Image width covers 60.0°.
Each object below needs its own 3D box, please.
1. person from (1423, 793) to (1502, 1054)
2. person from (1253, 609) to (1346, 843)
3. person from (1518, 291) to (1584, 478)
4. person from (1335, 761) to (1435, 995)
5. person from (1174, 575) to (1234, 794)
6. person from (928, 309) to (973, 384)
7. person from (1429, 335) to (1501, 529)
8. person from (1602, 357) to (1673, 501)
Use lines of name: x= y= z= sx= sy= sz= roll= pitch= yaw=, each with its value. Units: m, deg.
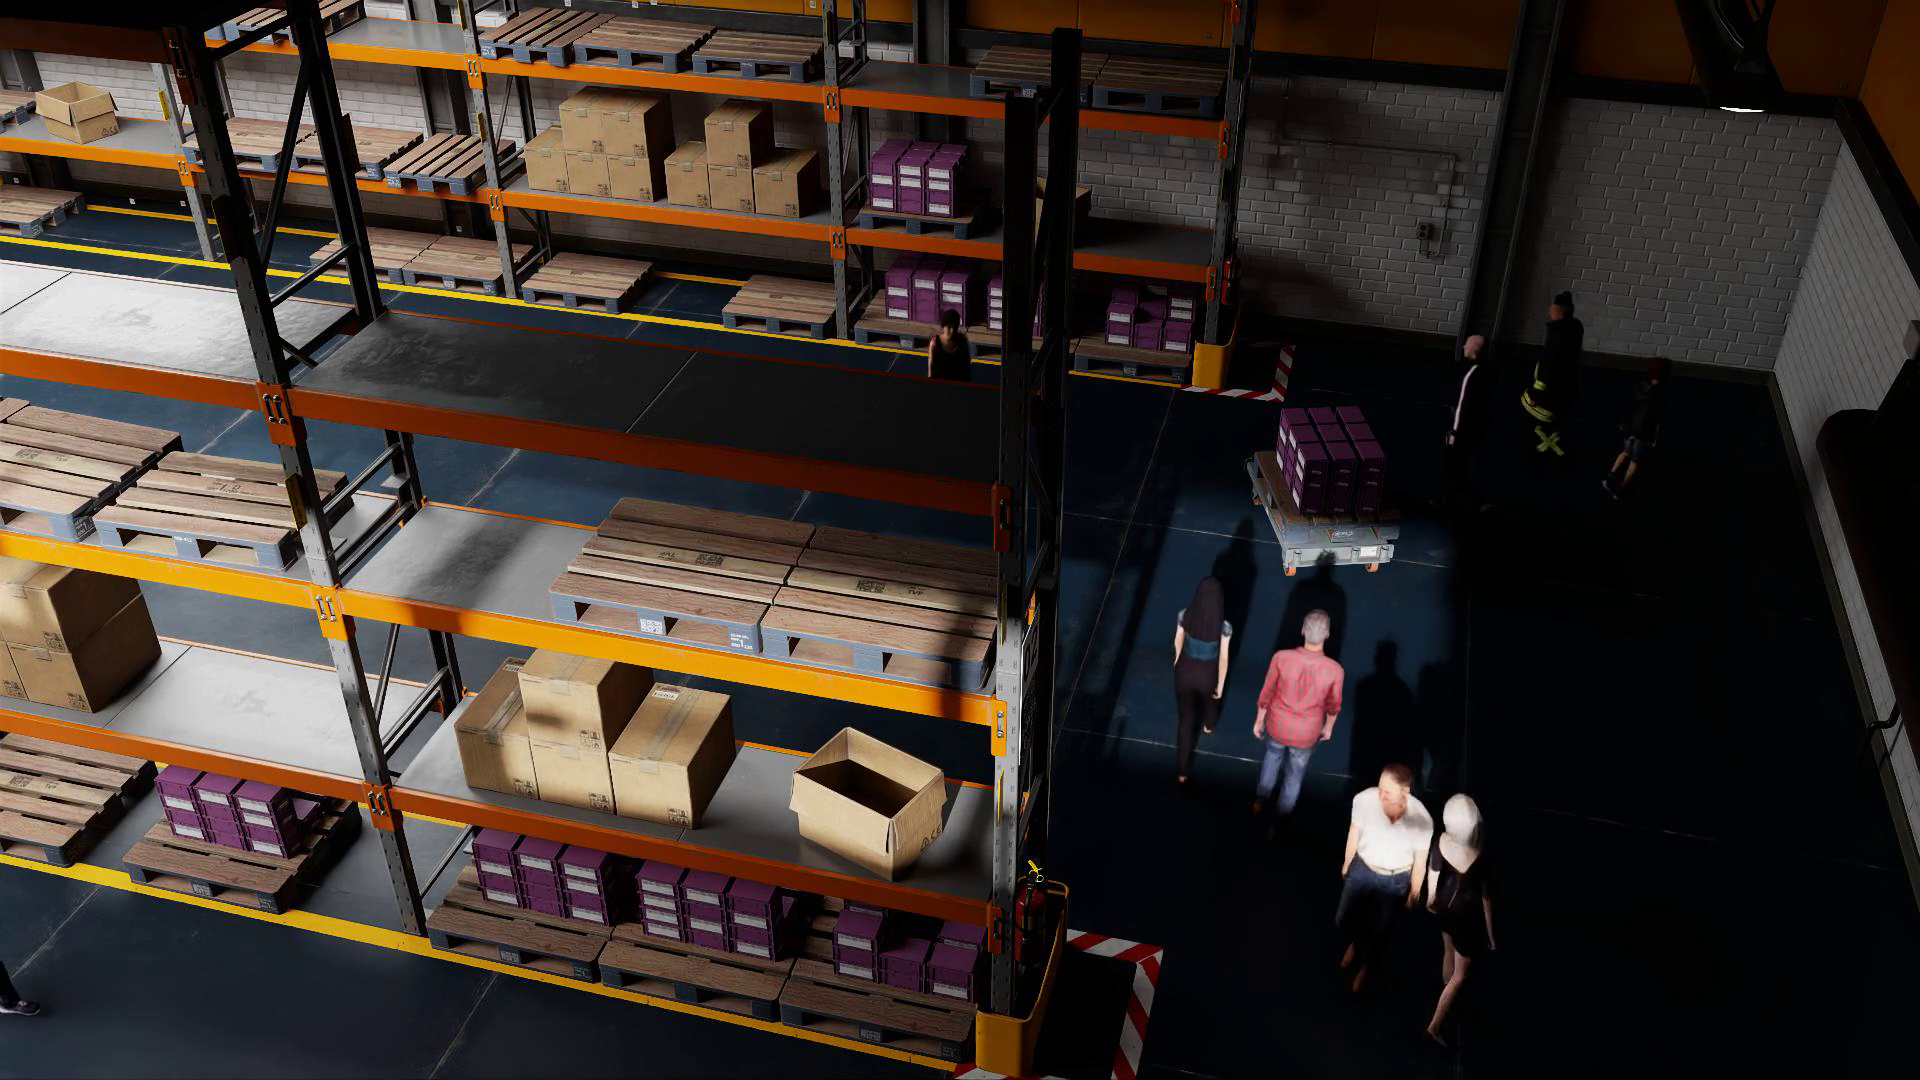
person: x=2.963 y=2.290 z=9.857 sx=0.895 sy=1.791 sz=0.825 roll=-14 pitch=36 yaw=-20
person: x=2.253 y=1.330 z=11.286 sx=0.671 sy=1.808 sz=0.810 roll=11 pitch=35 yaw=16
person: x=5.555 y=-1.417 z=15.380 sx=0.999 sy=1.851 sz=0.929 roll=24 pitch=40 yaw=31
person: x=2.649 y=1.998 z=10.257 sx=0.726 sy=1.835 sz=0.831 roll=21 pitch=39 yaw=28
person: x=1.665 y=1.048 z=11.807 sx=0.988 sy=1.701 sz=0.622 roll=9 pitch=35 yaw=13
person: x=-0.116 y=-1.526 z=15.827 sx=0.716 sy=1.539 sz=0.770 roll=-12 pitch=36 yaw=-18
person: x=4.565 y=-0.922 z=14.671 sx=0.987 sy=1.812 sz=1.121 roll=-27 pitch=42 yaw=-34
person: x=6.130 y=-0.984 z=15.103 sx=0.780 sy=1.436 sz=0.720 roll=-18 pitch=38 yaw=-25
